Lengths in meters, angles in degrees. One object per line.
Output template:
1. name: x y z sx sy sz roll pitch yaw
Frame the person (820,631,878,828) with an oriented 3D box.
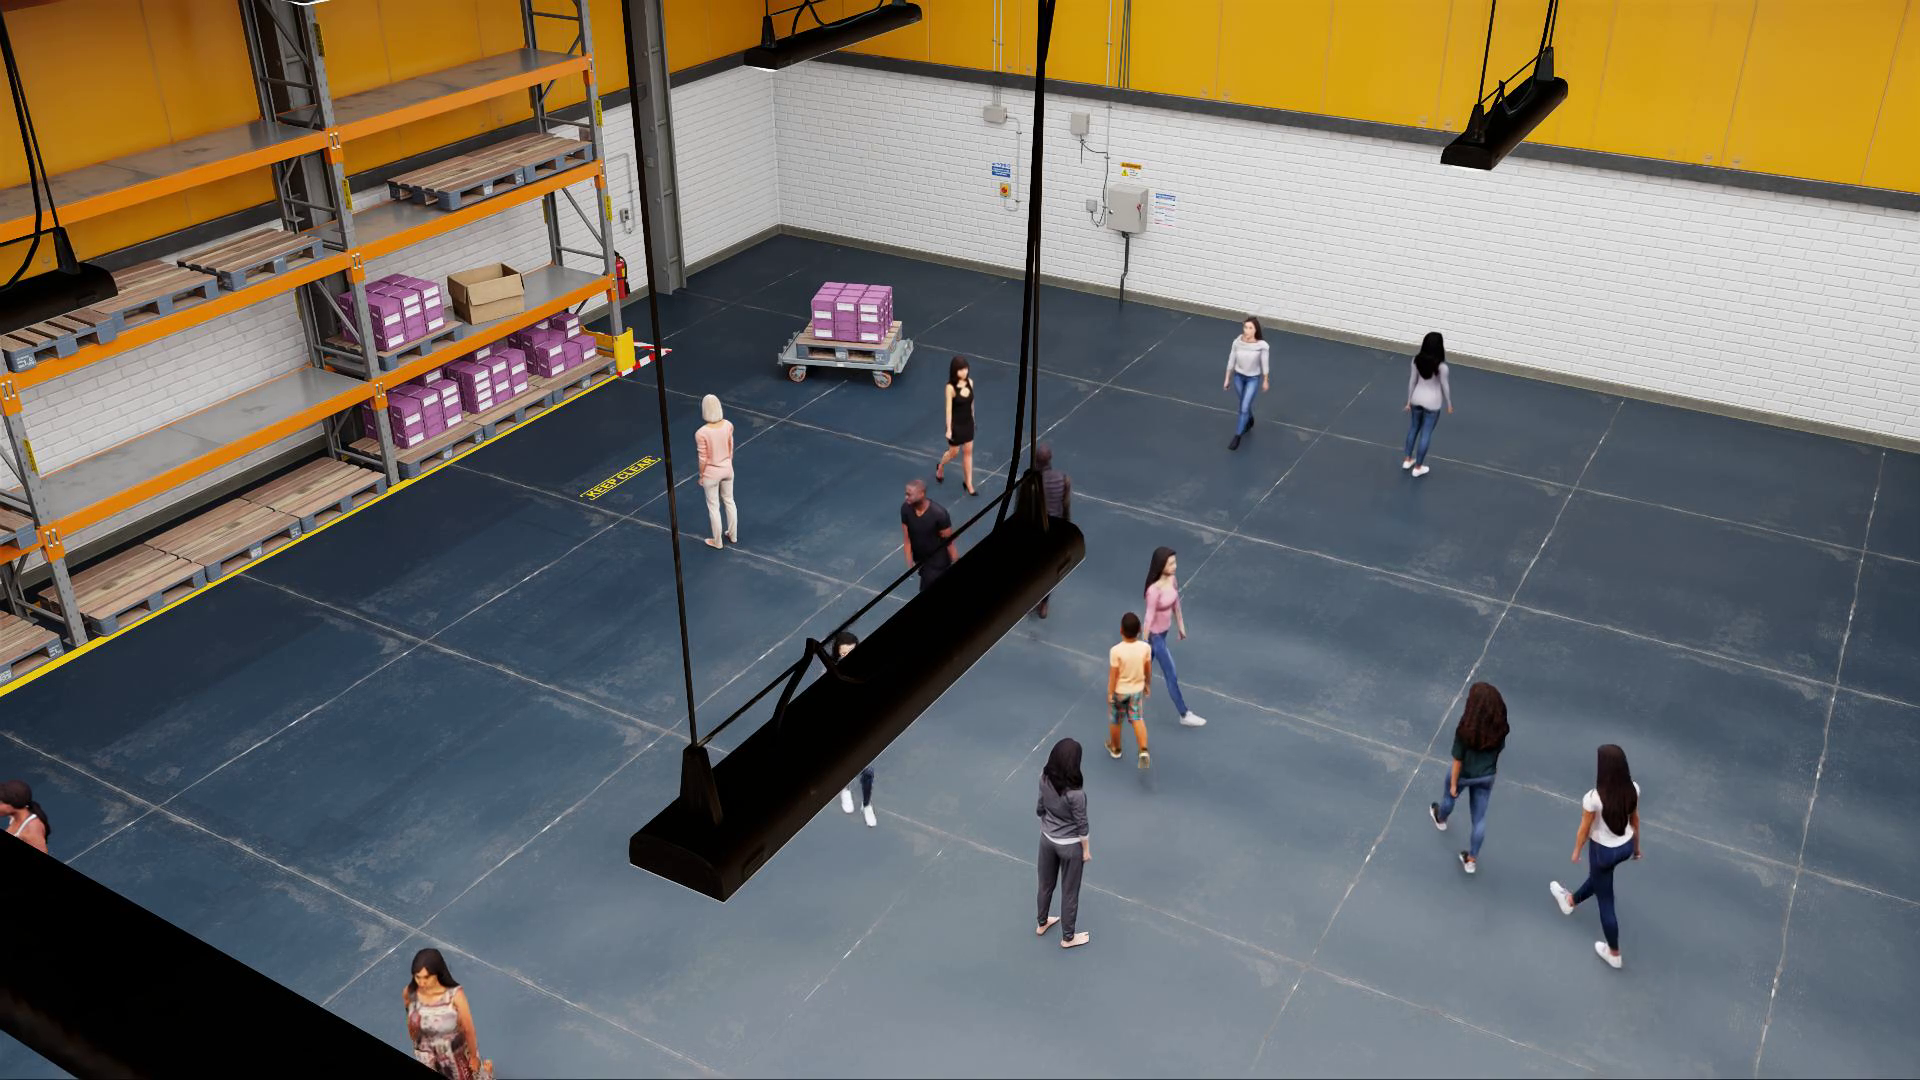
1. person: -0.921 1.455 13.495 0.837 1.714 0.904 -4 29 -8

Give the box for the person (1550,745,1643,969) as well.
1. person: 4.699 2.312 11.901 1.108 1.736 1.103 -9 30 -17

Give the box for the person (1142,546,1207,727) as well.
1. person: 1.679 0.819 14.681 0.670 1.694 1.054 16 33 27

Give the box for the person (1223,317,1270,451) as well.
1. person: 3.441 -1.916 19.804 0.669 1.591 1.054 18 33 29

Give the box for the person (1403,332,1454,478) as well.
1. person: 5.291 -1.527 18.945 0.715 1.729 0.703 -24 36 -36

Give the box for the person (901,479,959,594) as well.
1. person: -0.209 0.202 15.737 0.861 1.767 1.113 18 34 30

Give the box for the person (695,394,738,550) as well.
1. person: -2.556 -0.728 17.485 0.566 1.725 0.723 -24 37 -36

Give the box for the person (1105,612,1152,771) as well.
1. person: 1.440 1.302 14.056 0.839 1.446 0.898 -8 30 -14

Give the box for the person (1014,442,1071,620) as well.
1. person: 0.793 -0.062 16.159 0.830 1.825 0.841 1 29 1

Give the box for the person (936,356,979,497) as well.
1. person: -0.043 -1.293 18.610 0.851 1.640 0.803 -23 36 -35

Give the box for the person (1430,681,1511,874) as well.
1. person: 4.002 1.865 12.874 0.928 1.588 1.074 -2 29 -4

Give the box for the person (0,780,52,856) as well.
1. person: -6.436 2.403 11.715 0.606 1.755 0.621 -23 36 -36

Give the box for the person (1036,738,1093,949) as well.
1. person: 0.740 2.194 12.088 0.640 1.764 0.577 23 36 36

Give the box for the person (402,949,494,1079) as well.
1. person: -3.197 3.162 10.462 0.914 1.622 1.132 2 29 3
